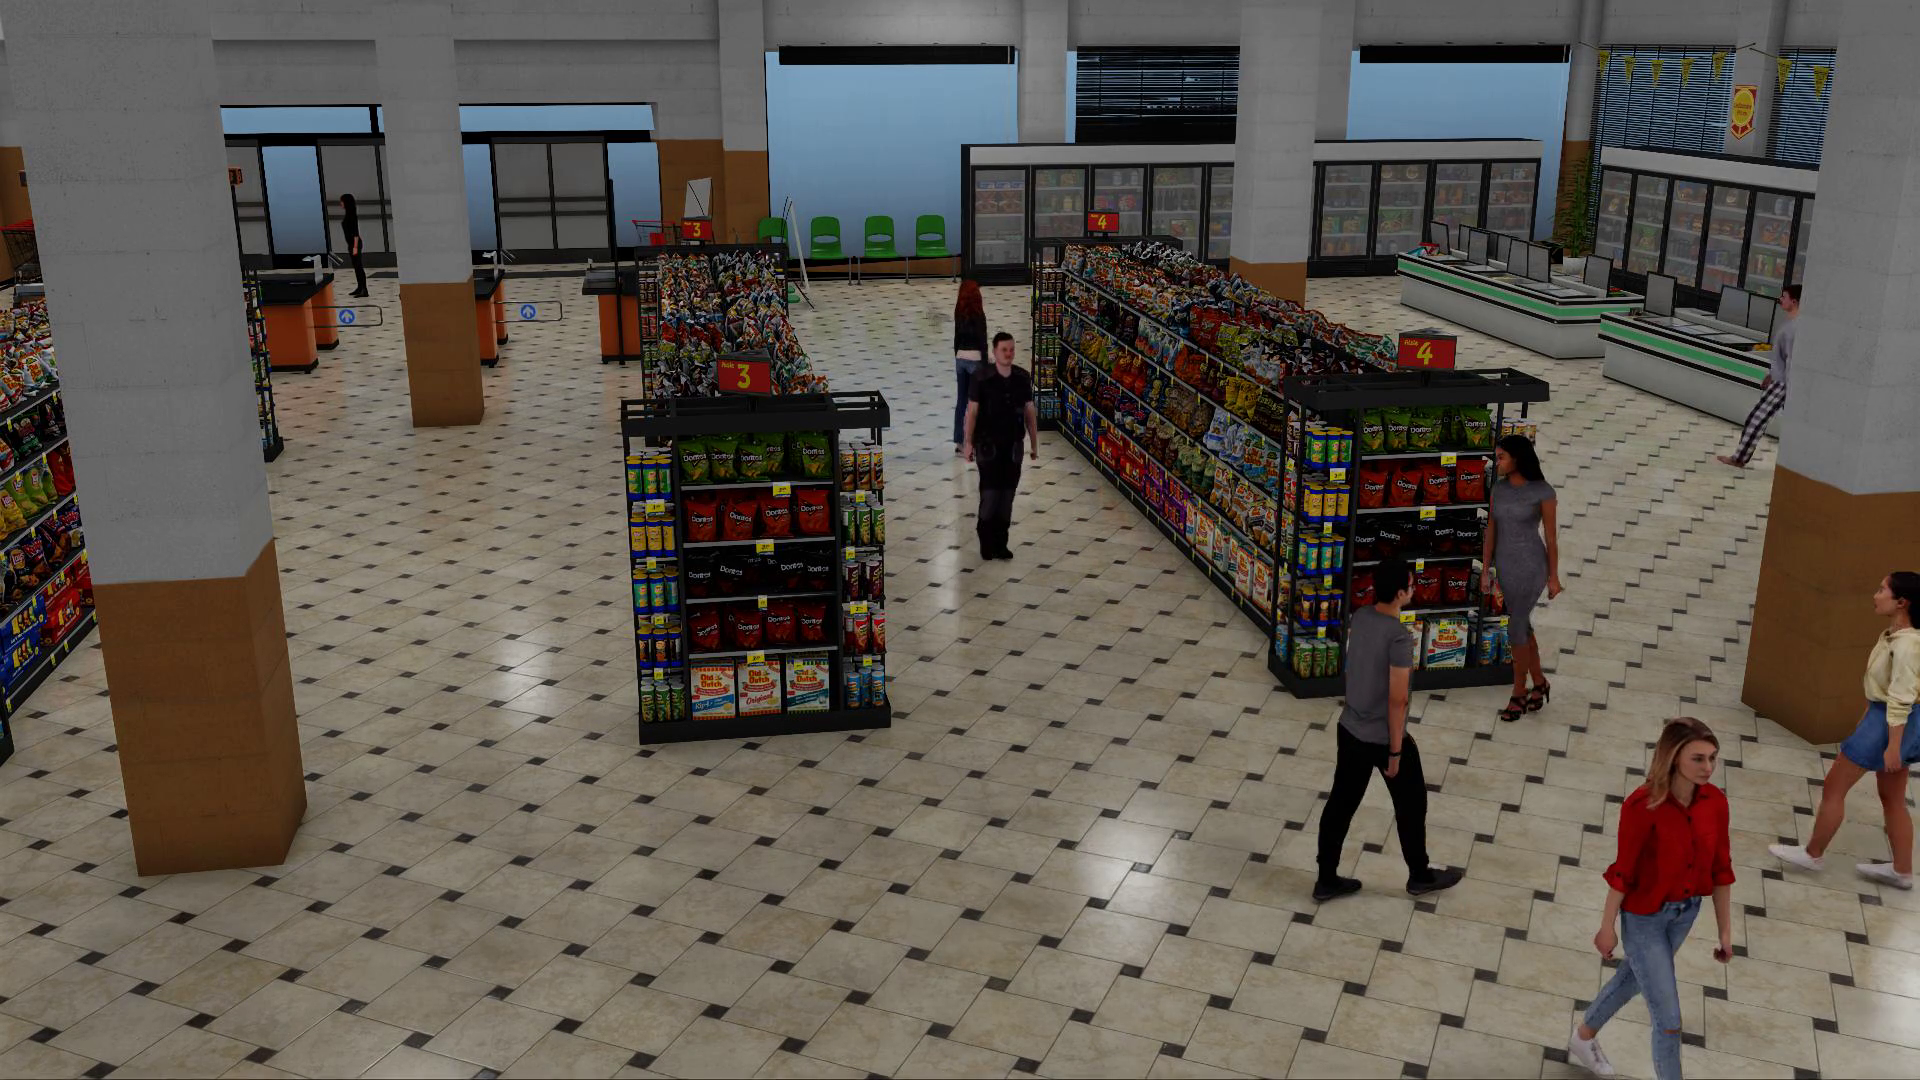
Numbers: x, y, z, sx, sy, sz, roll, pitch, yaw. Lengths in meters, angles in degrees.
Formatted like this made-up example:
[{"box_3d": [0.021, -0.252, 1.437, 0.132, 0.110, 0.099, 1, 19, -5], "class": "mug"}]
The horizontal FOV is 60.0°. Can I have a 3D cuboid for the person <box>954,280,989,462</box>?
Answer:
[{"box_3d": [0.105, -1.695, 16.506, 0.714, 1.787, 0.610, -14, 22, -39], "class": "person"}]

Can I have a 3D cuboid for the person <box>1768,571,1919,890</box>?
[{"box_3d": [4.601, 0.955, 8.081, 1.010, 1.611, 0.953, 11, 20, 32], "class": "person"}]

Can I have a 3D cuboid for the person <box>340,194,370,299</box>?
[{"box_3d": [-9.770, -4.757, 26.839, 0.708, 1.641, 0.569, -10, 20, -30], "class": "person"}]

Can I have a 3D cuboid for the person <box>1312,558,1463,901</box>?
[{"box_3d": [1.906, 0.941, 7.926, 0.848, 1.729, 0.967, -8, 19, -24], "class": "person"}]

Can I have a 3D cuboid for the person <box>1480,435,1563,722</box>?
[{"box_3d": [3.514, 0.221, 10.270, 0.871, 1.743, 0.830, -15, 23, -41], "class": "person"}]

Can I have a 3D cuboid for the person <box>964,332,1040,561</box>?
[{"box_3d": [0.281, -0.762, 13.347, 0.810, 1.838, 0.725, -7, 18, -22], "class": "person"}]

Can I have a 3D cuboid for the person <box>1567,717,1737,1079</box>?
[{"box_3d": [2.629, 1.447, 6.385, 0.740, 1.655, 1.142, -5, 18, -17], "class": "person"}]

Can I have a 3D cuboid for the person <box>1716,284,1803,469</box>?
[{"box_3d": [7.930, -1.474, 15.761, 1.213, 1.797, 1.129, 12, 21, 35], "class": "person"}]
